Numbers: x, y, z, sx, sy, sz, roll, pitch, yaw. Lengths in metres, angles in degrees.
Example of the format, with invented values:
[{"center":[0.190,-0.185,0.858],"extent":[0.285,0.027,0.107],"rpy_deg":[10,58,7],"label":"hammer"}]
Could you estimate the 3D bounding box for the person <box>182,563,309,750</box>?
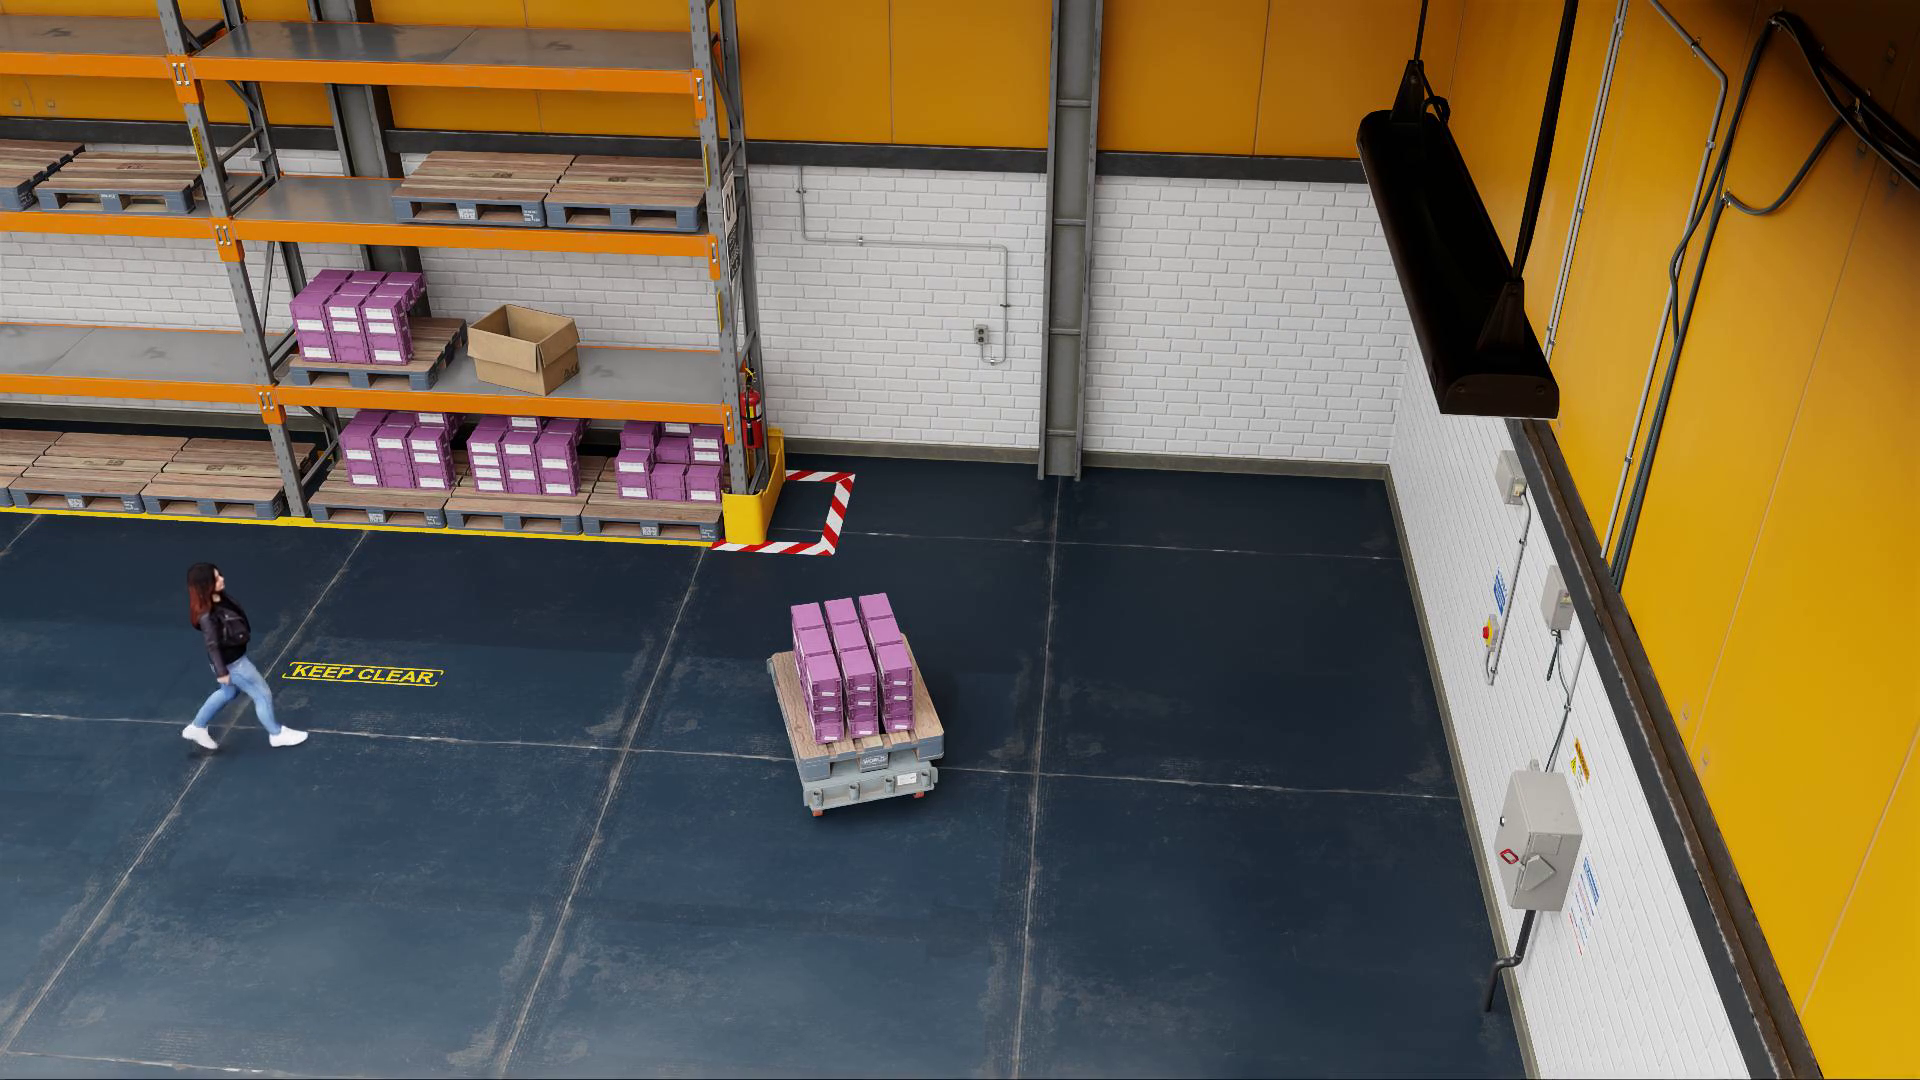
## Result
[{"center":[-5.205,0.857,11.690],"extent":[1.154,1.602,0.913],"rpy_deg":[-11,35,-15],"label":"person"}]
